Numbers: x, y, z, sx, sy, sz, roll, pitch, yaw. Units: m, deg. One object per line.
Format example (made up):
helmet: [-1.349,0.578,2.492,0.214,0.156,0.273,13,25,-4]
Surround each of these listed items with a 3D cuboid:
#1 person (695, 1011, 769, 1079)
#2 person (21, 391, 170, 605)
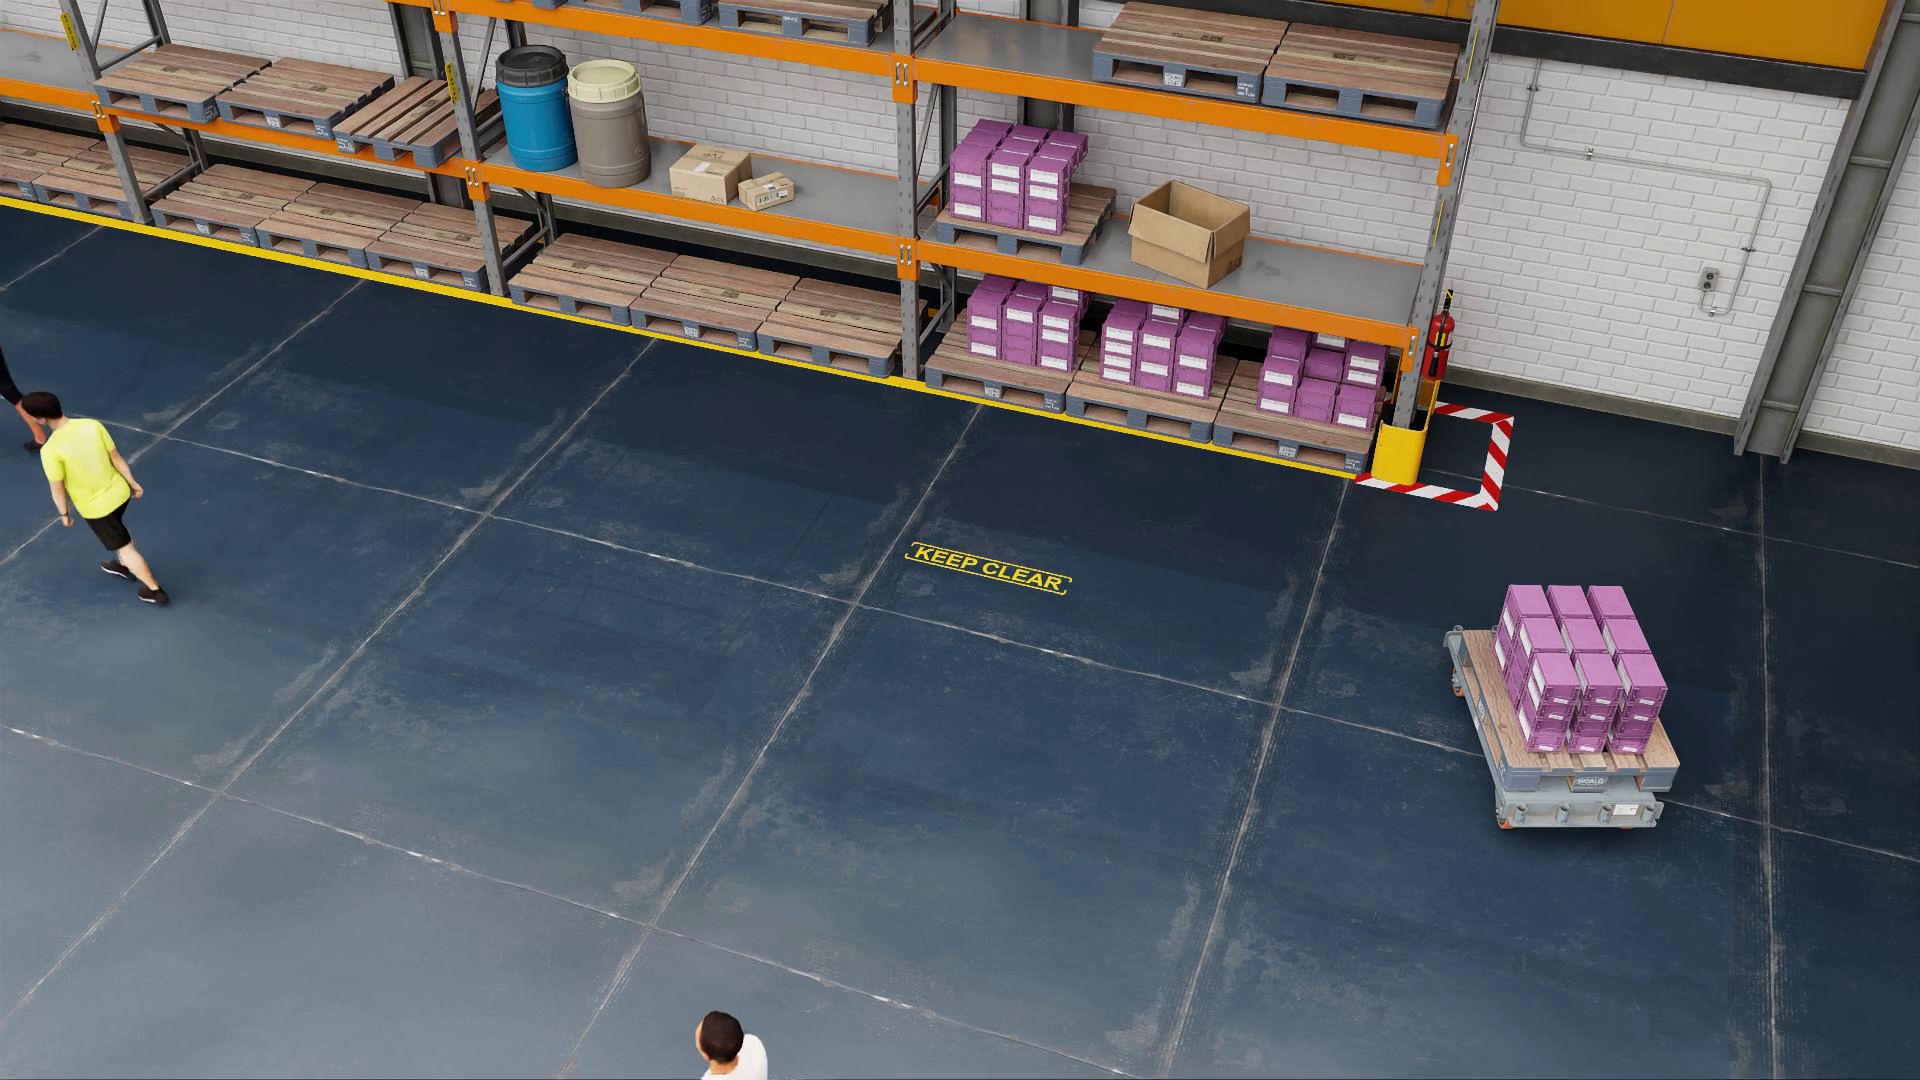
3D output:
person: [-0.917,2.739,7.409,1.187,1.761,0.799,20,43,23]
person: [-5.742,-0.272,11.262,0.894,1.658,0.652,19,42,22]
